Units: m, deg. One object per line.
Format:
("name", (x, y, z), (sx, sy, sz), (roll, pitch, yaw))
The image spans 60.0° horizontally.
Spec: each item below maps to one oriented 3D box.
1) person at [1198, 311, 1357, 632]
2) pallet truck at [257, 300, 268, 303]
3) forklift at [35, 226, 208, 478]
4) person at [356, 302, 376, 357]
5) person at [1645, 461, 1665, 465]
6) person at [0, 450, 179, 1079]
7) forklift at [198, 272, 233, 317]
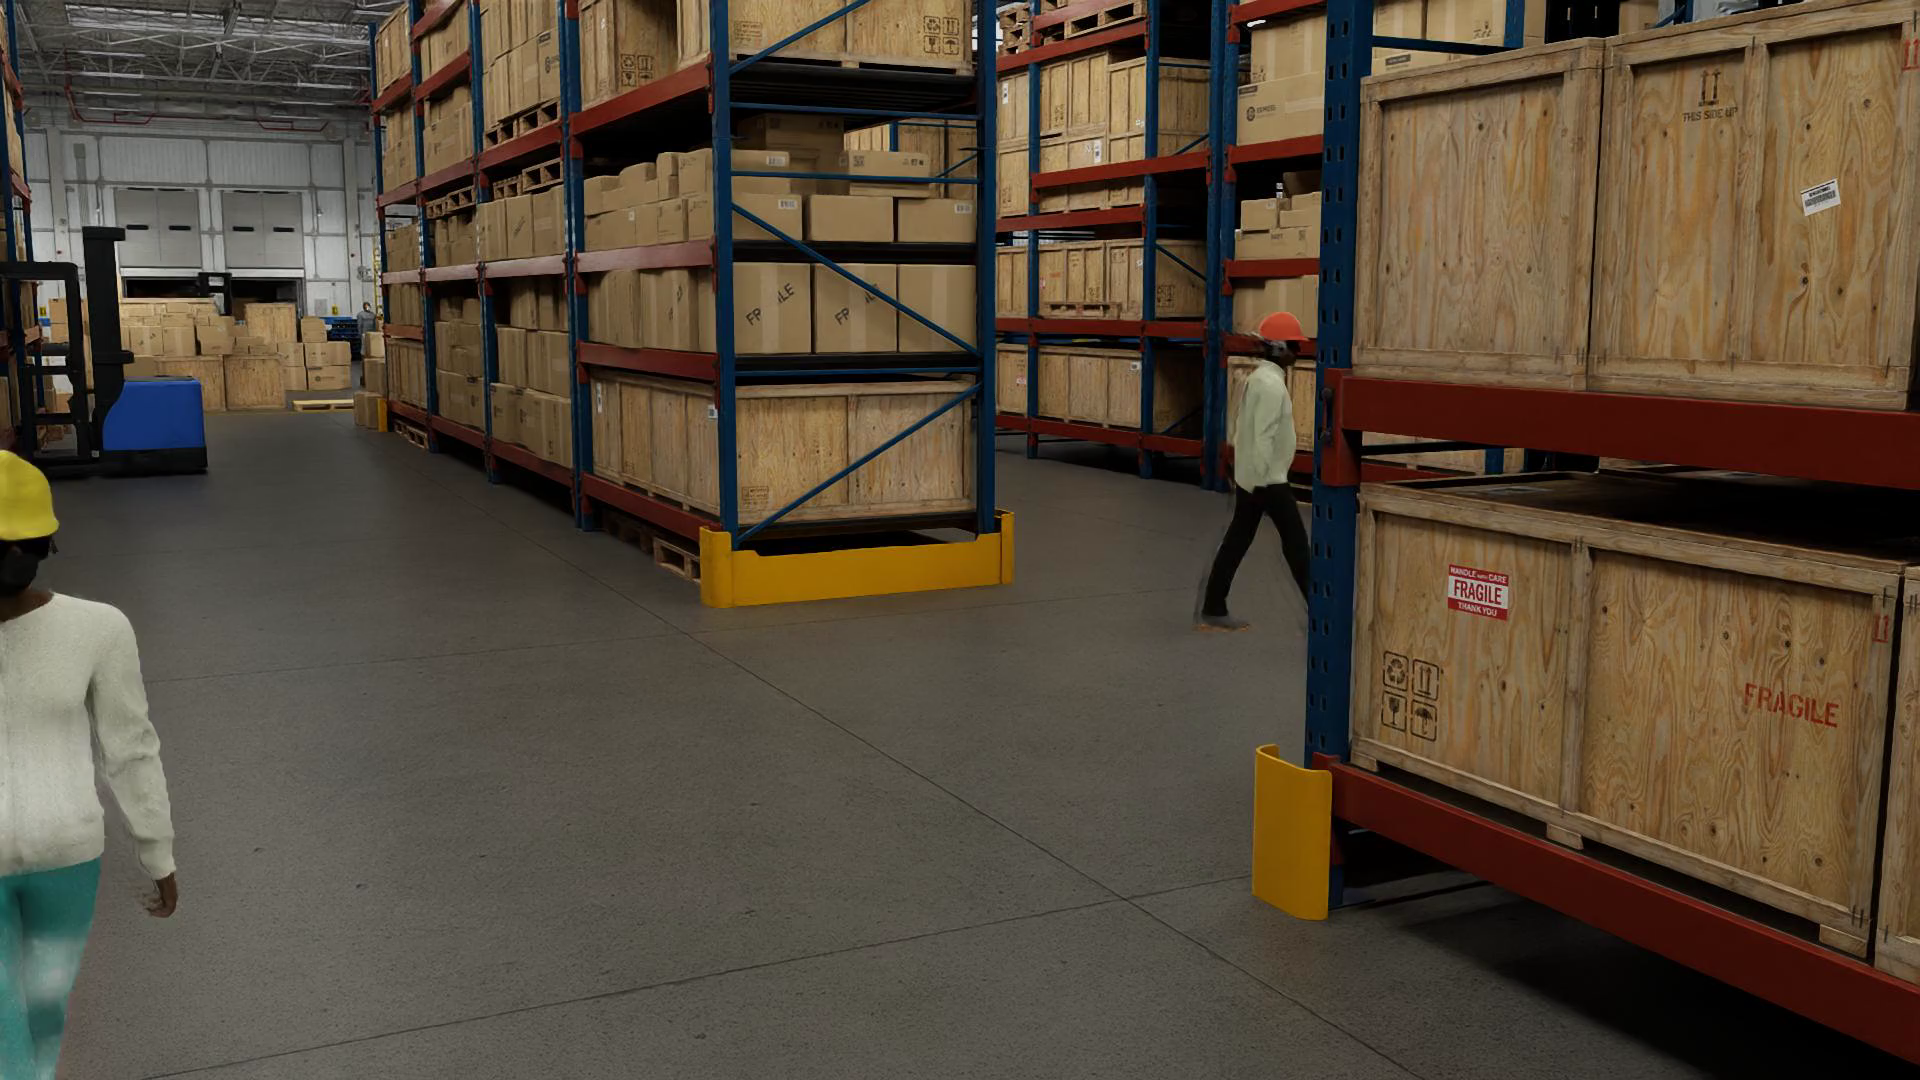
("person", (1.927, -0.383, 9.941), (1.037, 1.935, 0.645), (0, 8, 0))
("pallet truck", (-23.913, -7.404, 58.171), (1.885, 1.965, 0.823), (-1, 8, -9))
("forklift", (-9.741, -2.168, 19.037), (1.873, 2.768, 1.129), (-4, 9, -26))
("person", (-17.958, -6.250, 50.420), (0.370, 1.939, 0.631), (6, 10, 37))
("person", (5.025, -0.521, 11.380), (0.482, 1.804, 0.649), (-7, 11, -40))
("person", (-1.920, 0.671, 3.426), (0.543, 1.711, 0.911), (-8, 12, -44))
("forklift", (-22.637, -6.767, 50.750), (1.873, 2.768, 1.129), (5, 9, 29))
